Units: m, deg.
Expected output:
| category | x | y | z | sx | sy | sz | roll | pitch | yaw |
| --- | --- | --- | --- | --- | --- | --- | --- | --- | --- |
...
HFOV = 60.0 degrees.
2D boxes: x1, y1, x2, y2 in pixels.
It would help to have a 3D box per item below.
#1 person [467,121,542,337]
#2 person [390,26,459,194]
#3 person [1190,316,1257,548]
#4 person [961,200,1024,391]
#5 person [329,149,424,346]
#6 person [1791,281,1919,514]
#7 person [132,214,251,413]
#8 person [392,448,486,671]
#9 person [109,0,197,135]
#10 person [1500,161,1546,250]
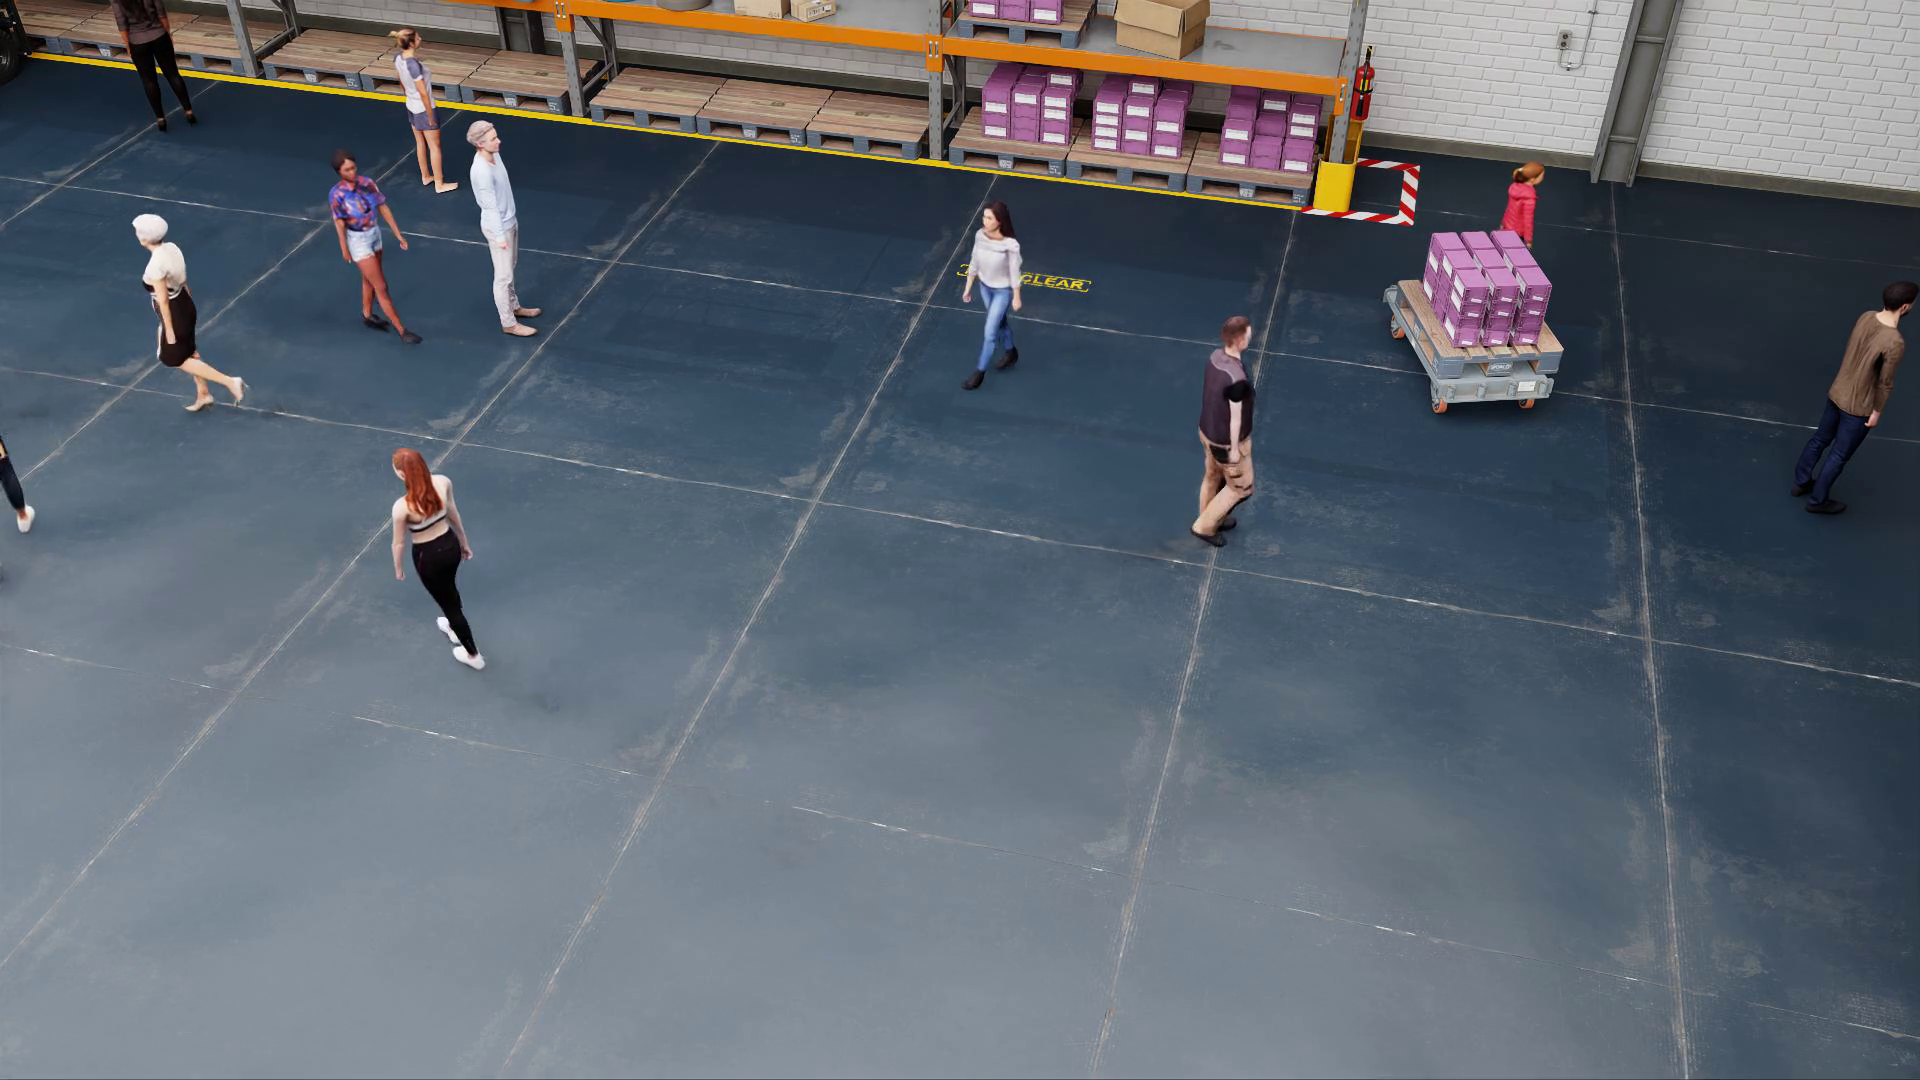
| category | x | y | z | sx | sy | sz | roll | pitch | yaw |
| --- | --- | --- | --- | --- | --- | --- | --- | --- | --- |
| person | -3.868 | -2.633 | 13.979 | 0.692 | 1.893 | 0.736 | -2 | 39 | -3 |
| person | -5.224 | -4.181 | 16.133 | 0.717 | 1.624 | 0.612 | -31 | 48 | -33 |
| person | 1.777 | -0.735 | 11.655 | 0.820 | 1.828 | 0.809 | -7 | 39 | -9 |
| person | 0.356 | -2.033 | 13.465 | 0.988 | 1.597 | 1.002 | -28 | 46 | -30 |
| person | -5.044 | -2.483 | 13.938 | 1.082 | 1.711 | 0.775 | 18 | 42 | 21 |
| person | 6.446 | -1.030 | 11.978 | 0.701 | 1.886 | 0.726 | -5 | 39 | -7 |
| person | -5.988 | -1.712 | 12.951 | 0.930 | 1.738 | 0.788 | -3 | 39 | -4 |
| person | -3.278 | 0.158 | 10.612 | 0.913 | 1.735 | 0.798 | 28 | 46 | 30 |
| person | -8.337 | -5.104 | 17.116 | 0.743 | 1.840 | 0.800 | -20 | 43 | -23 |
| person | 4.778 | -2.682 | 14.529 | 0.972 | 1.284 | 0.692 | 0 | 39 | 0 |
